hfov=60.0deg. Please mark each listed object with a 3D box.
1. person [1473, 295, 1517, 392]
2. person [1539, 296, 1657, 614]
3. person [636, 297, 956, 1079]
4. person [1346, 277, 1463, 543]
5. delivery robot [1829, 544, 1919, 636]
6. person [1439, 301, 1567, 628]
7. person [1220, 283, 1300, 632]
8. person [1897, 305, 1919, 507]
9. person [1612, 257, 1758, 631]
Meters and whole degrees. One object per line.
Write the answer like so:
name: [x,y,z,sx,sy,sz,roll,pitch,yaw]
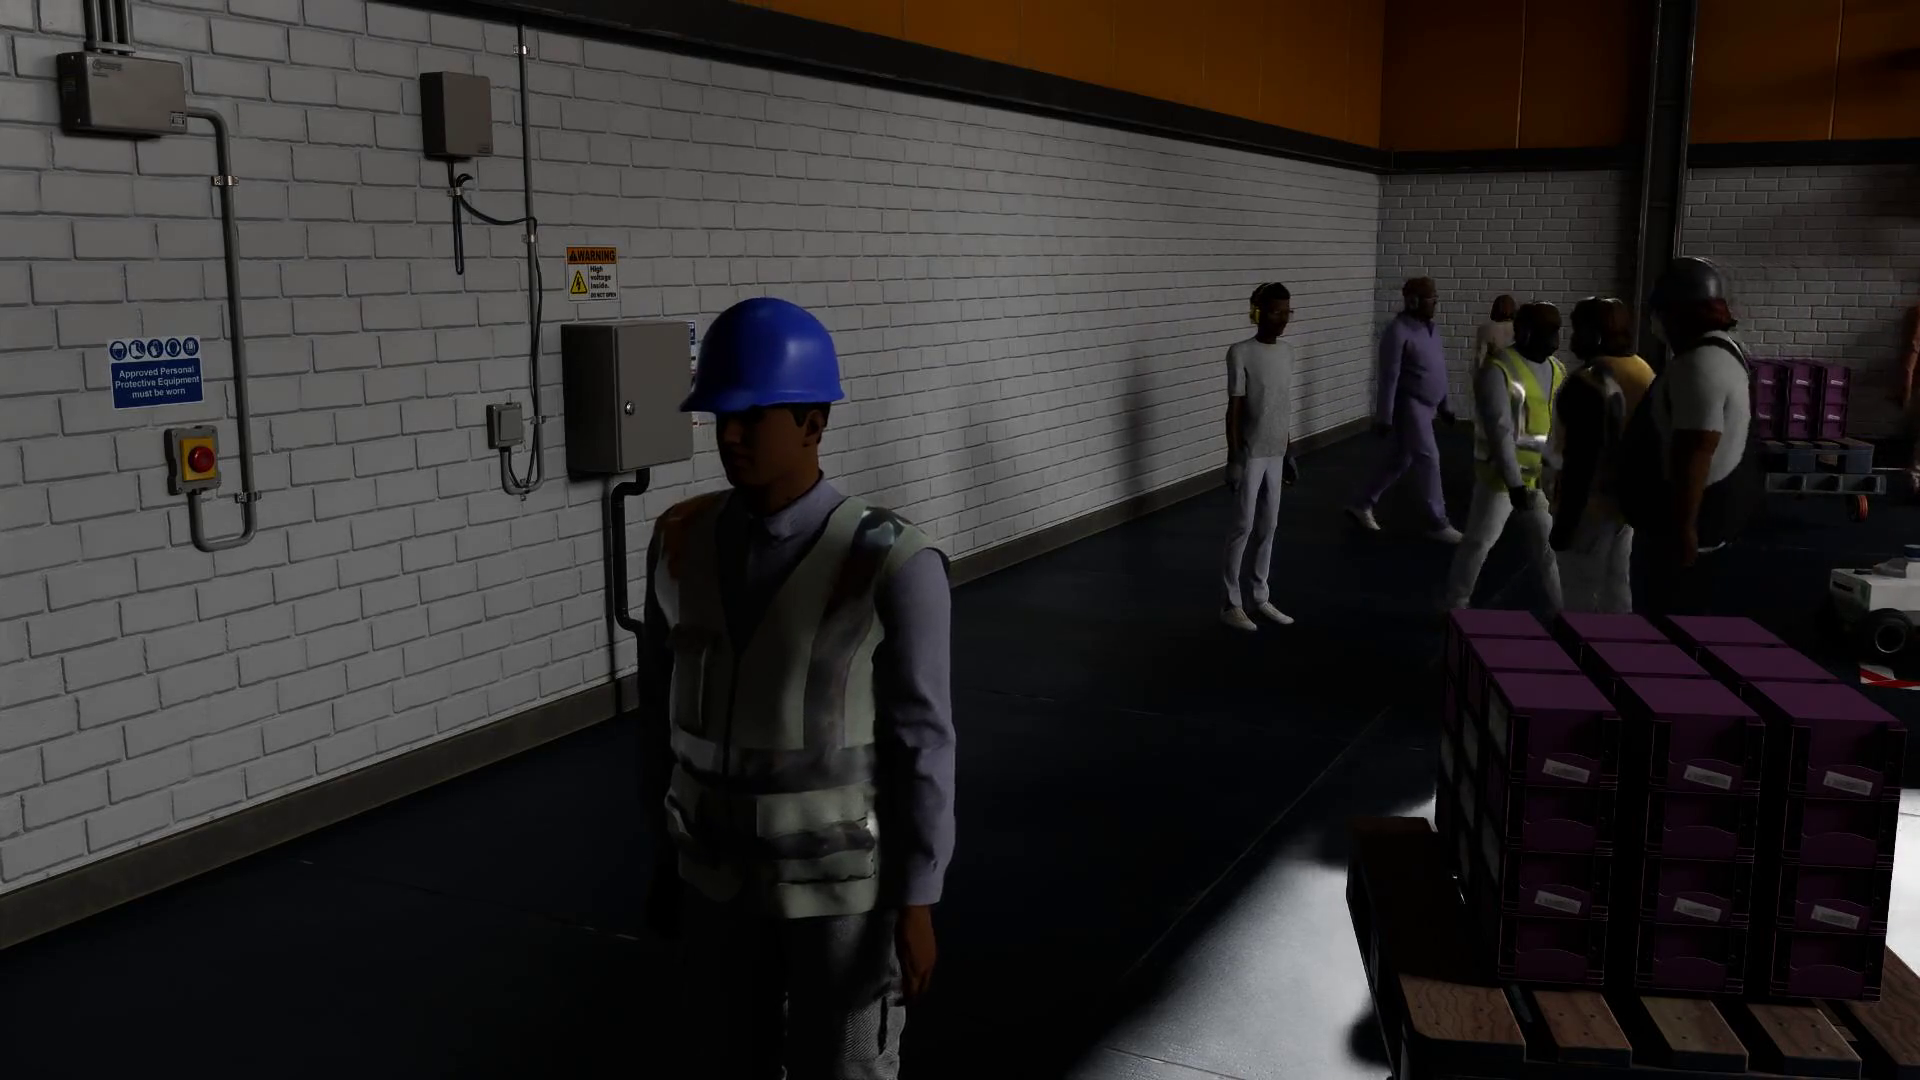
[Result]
person: [5.081,-1.482,15.635,0.504,1.631,0.281,1,10,5]
person: [2.741,-0.132,7.222,0.633,1.839,0.429,-9,13,-42]
person: [-0.299,0.563,2.881,0.605,1.949,0.401,5,11,27]
person: [3.200,-0.940,11.845,0.998,1.866,0.640,7,12,37]
delivery robot: [4.785,0.265,8.364,0.707,0.478,0.477,0,10,-1]
person: [2.869,-0.319,8.483,0.619,1.784,1.011,-5,11,-27]
person: [1.628,-0.444,8.967,0.534,1.861,0.310,-8,12,-38]
person: [7.739,-1.208,13.048,0.643,1.971,0.649,-5,11,-24]
person: [2.990,-0.140,6.688,0.704,2.000,0.708,5,11,29]
